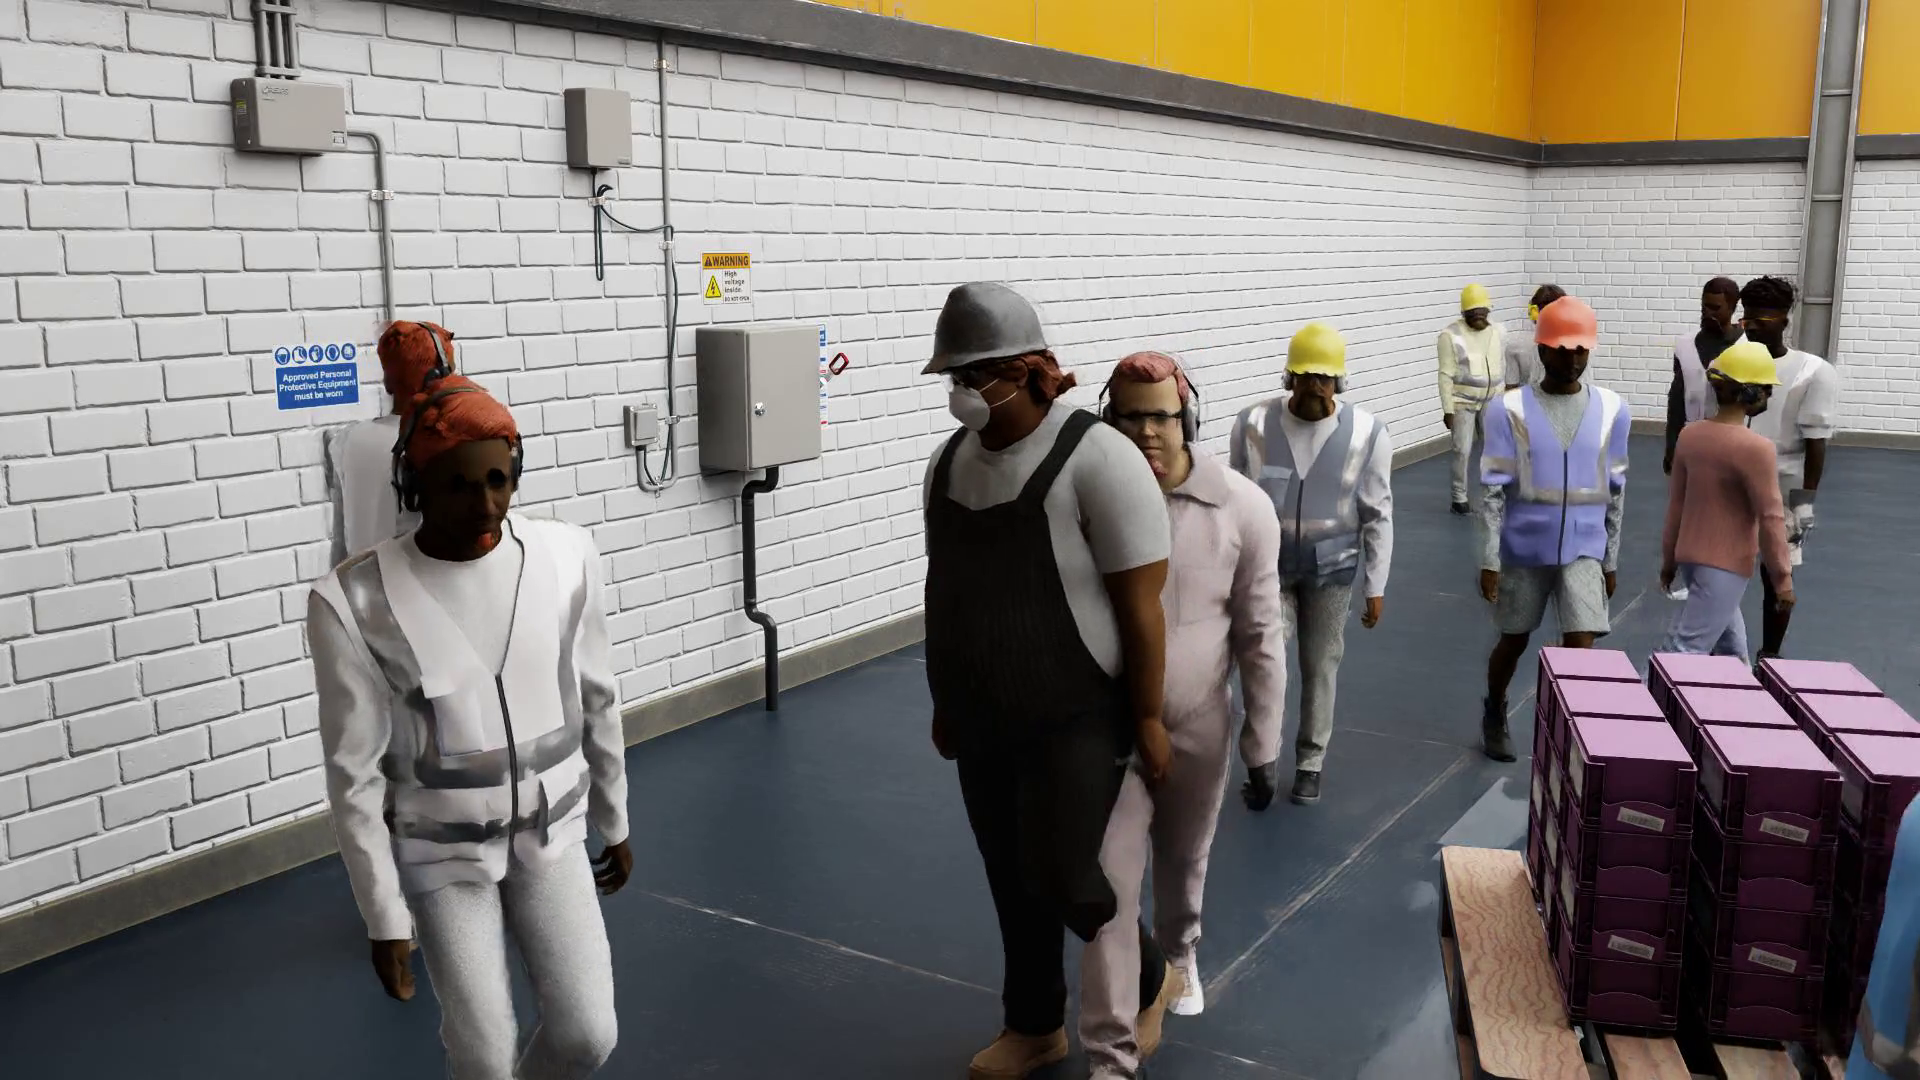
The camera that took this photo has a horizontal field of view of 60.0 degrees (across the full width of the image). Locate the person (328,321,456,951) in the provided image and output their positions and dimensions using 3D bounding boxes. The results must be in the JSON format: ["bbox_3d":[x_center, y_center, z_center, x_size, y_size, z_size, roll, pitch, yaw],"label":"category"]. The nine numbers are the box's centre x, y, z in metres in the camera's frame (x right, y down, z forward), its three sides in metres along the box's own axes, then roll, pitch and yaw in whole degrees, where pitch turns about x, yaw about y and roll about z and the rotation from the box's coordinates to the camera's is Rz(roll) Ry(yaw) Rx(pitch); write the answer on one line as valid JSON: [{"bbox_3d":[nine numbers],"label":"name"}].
[{"bbox_3d":[-1.548,0.281,4.983,0.621,1.864,0.618,7,12,34],"label":"person"}]

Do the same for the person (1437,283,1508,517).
[{"bbox_3d":[3.864,-1.041,12.548,0.623,1.786,0.531,-3,11,-14],"label":"person"}]

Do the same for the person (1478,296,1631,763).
[{"bbox_3d":[2.255,0.015,6.379,0.551,1.901,0.939,1,10,8],"label":"person"}]

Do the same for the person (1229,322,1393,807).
[{"bbox_3d":[1.254,0.109,6.086,0.630,1.806,0.536,3,11,15],"label":"person"}]

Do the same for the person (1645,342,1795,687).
[{"bbox_3d":[2.963,0.092,6.457,0.926,1.715,0.545,-2,10,-8],"label":"person"}]

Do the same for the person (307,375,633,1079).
[{"bbox_3d":[-0.916,0.606,3.203,0.626,1.860,0.522,-8,13,-36],"label":"person"}]

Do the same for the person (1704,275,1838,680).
[{"bbox_3d":[3.574,-0.211,7.532,0.731,1.941,0.610,-9,14,-42],"label":"person"}]

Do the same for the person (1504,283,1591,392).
[{"bbox_3d":[3.420,-0.571,9.774,0.555,1.846,0.545,1,10,6],"label":"person"}]

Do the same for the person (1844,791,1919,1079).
[{"bbox_3d":[1.277,0.873,2.222,0.522,1.681,0.549,4,11,20],"label":"person"}]

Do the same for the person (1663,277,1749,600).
[{"bbox_3d":[4.279,-0.531,9.460,0.602,1.891,0.598,-5,12,-28],"label":"person"}]

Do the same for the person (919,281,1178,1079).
[{"bbox_3d":[0.170,0.361,4.067,0.575,2.000,0.722,-9,14,-42],"label":"person"}]

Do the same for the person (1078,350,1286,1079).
[{"bbox_3d":[0.473,0.451,4.170,0.657,1.870,1.006,1,10,5],"label":"person"}]
